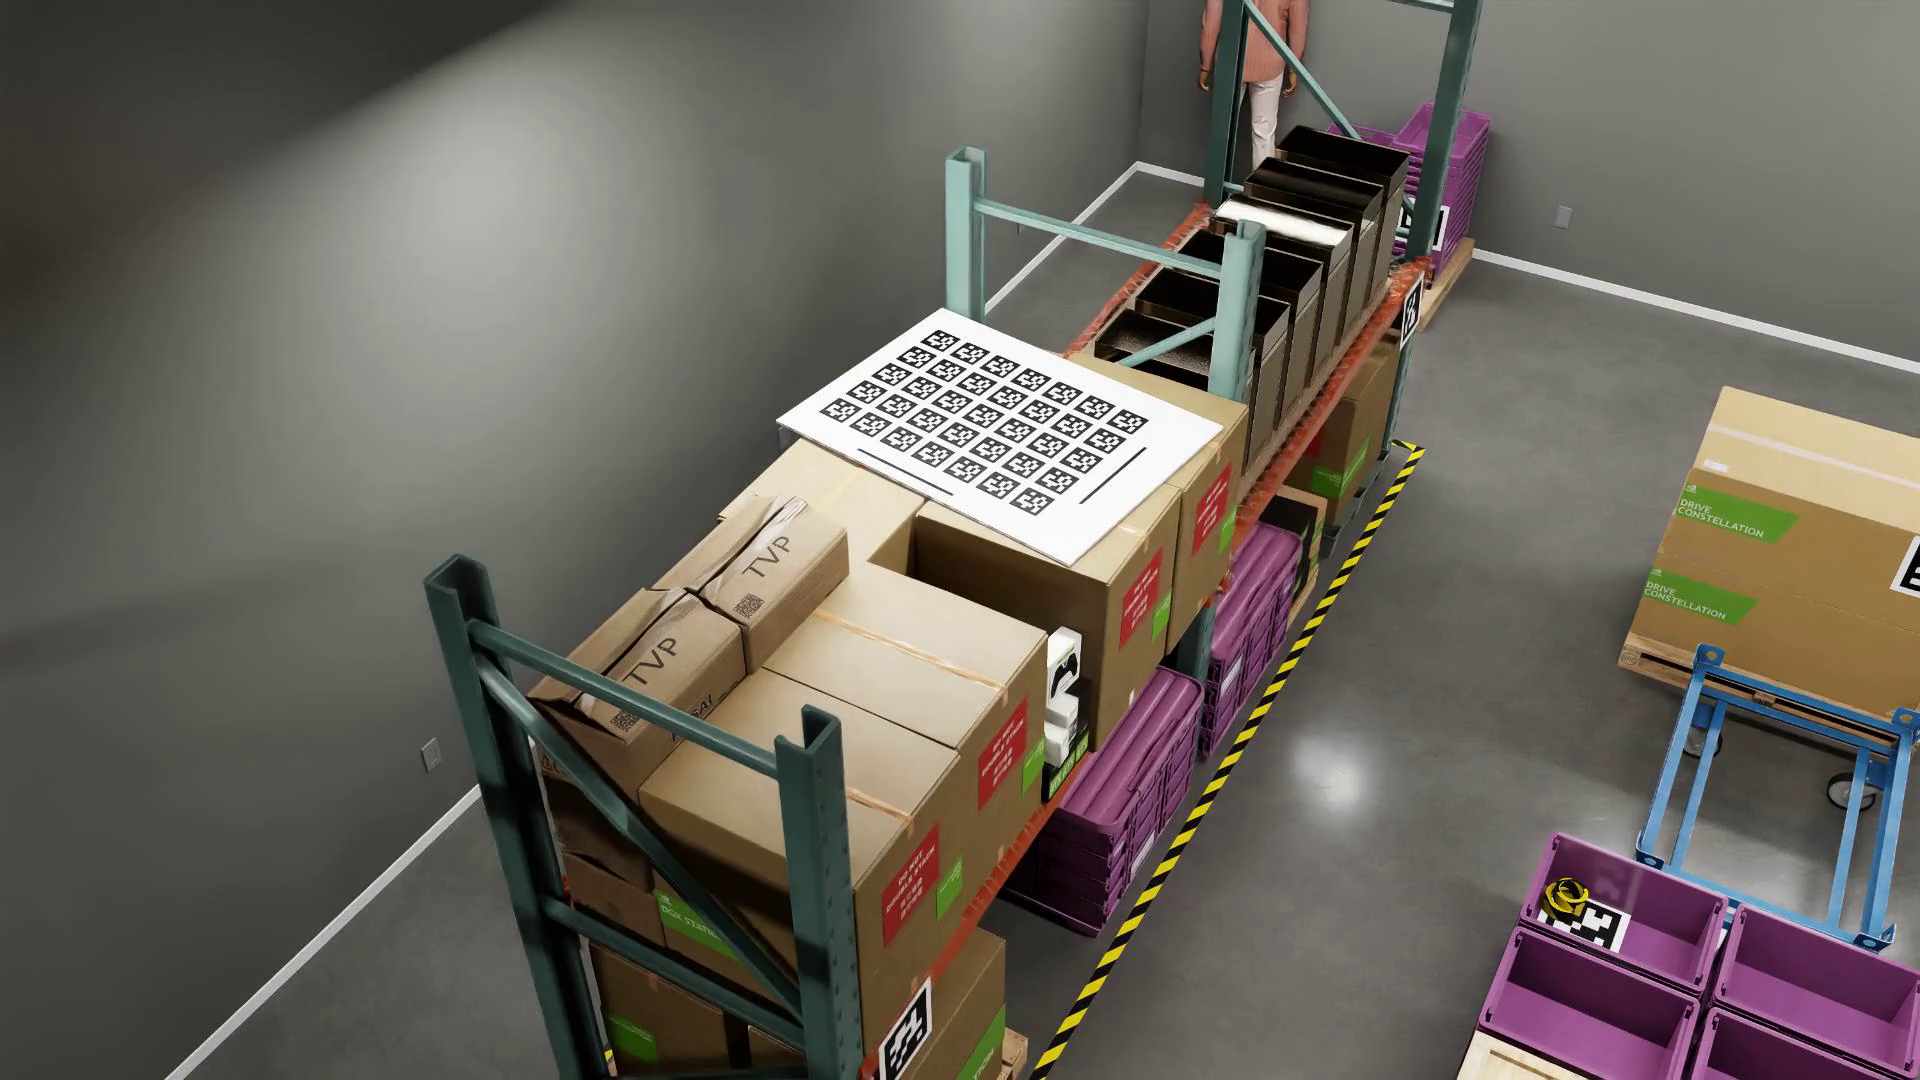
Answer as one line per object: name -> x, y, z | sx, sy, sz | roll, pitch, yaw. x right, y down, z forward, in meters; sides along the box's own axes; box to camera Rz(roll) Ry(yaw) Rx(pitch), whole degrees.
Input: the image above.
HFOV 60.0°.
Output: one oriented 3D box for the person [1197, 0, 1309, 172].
person -> 1.733, -2.851, 9.952 | 0.621, 1.992, 0.397 | 4, 40, 5
